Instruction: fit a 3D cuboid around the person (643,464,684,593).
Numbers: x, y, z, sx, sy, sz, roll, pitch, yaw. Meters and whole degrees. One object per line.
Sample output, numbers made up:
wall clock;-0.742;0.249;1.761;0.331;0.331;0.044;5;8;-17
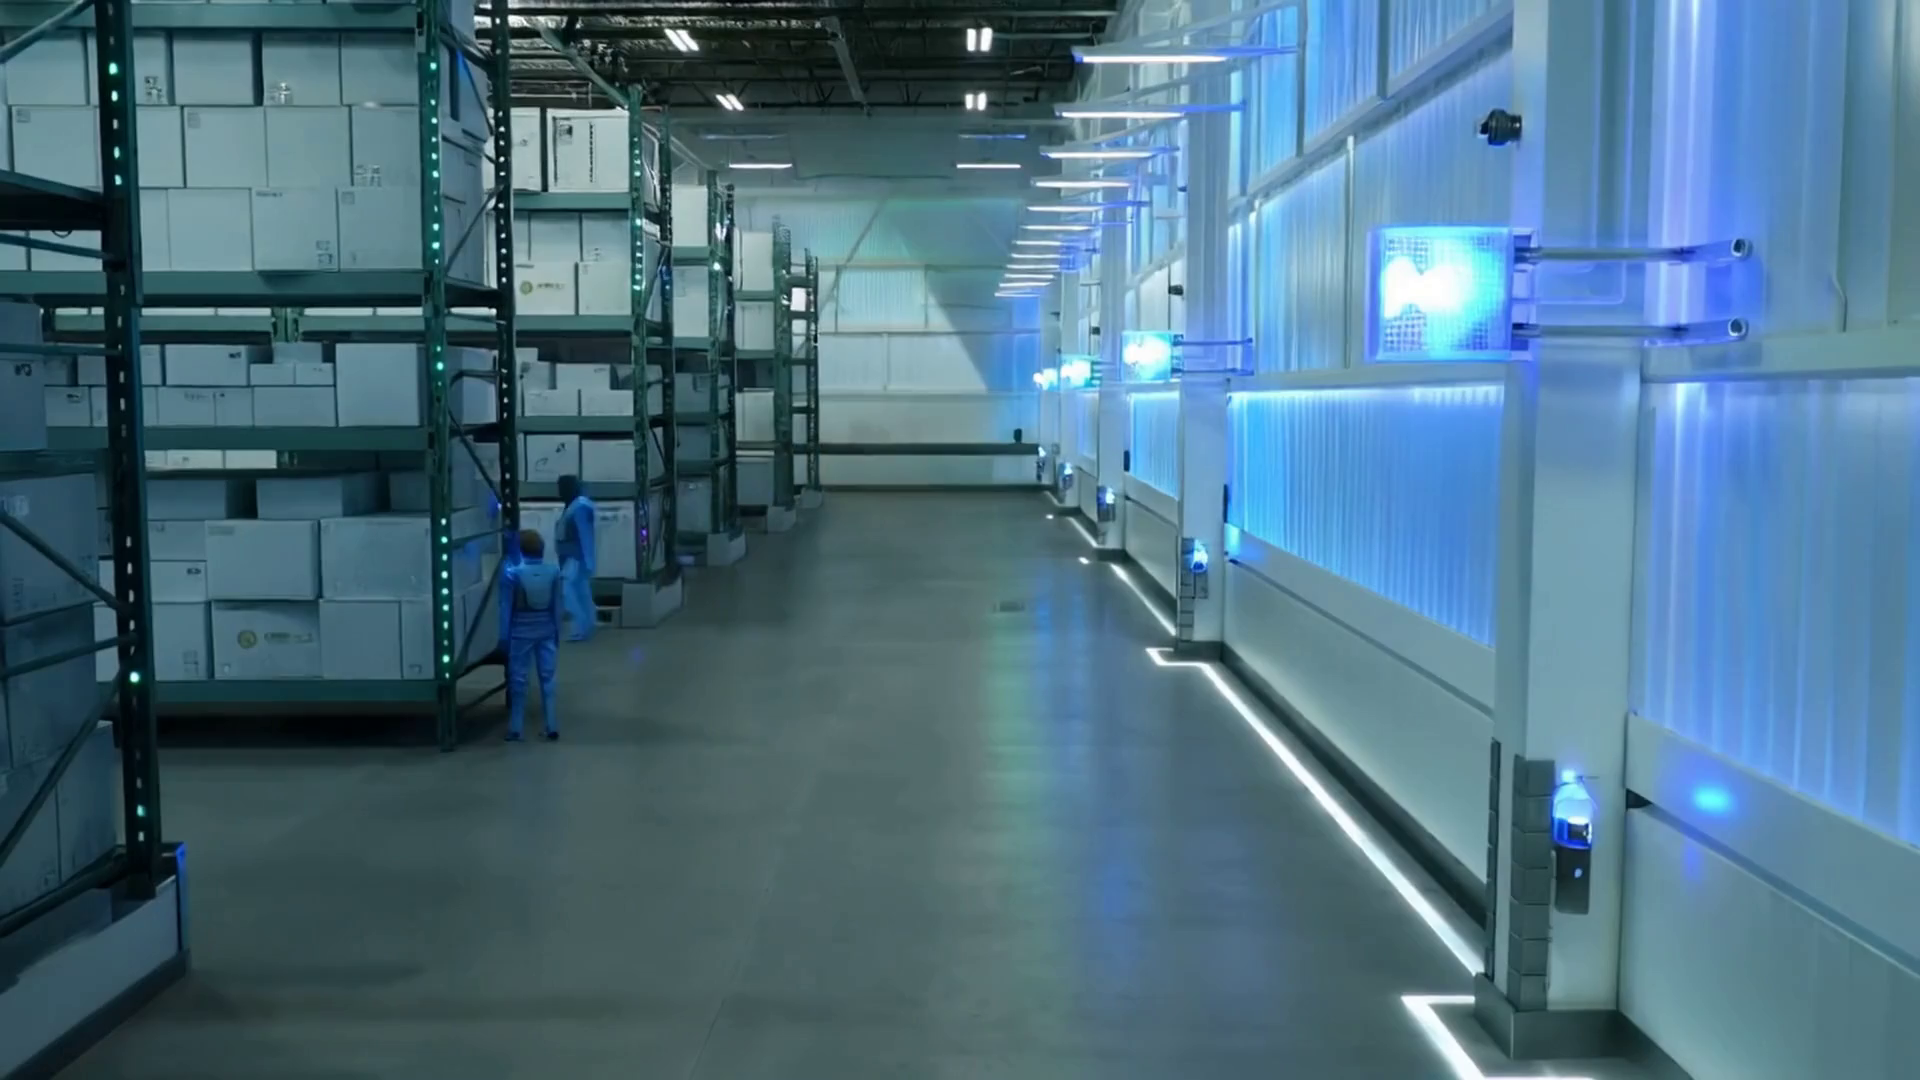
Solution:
person;-4.155;-0.224;22.124;0.898;1.920;0.604;2;5;18

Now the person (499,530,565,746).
person;-3.218;0.738;12.557;0.525;1.635;0.313;-4;6;-40

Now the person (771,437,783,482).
person;-4.807;-1.979;43.541;0.398;1.734;0.576;2;5;23

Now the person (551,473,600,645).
person;-4.137;0.207;17.617;0.700;1.813;0.639;-2;5;-26

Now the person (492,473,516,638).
person;-4.893;0.176;17.988;0.680;1.807;0.613;0;5;-4
